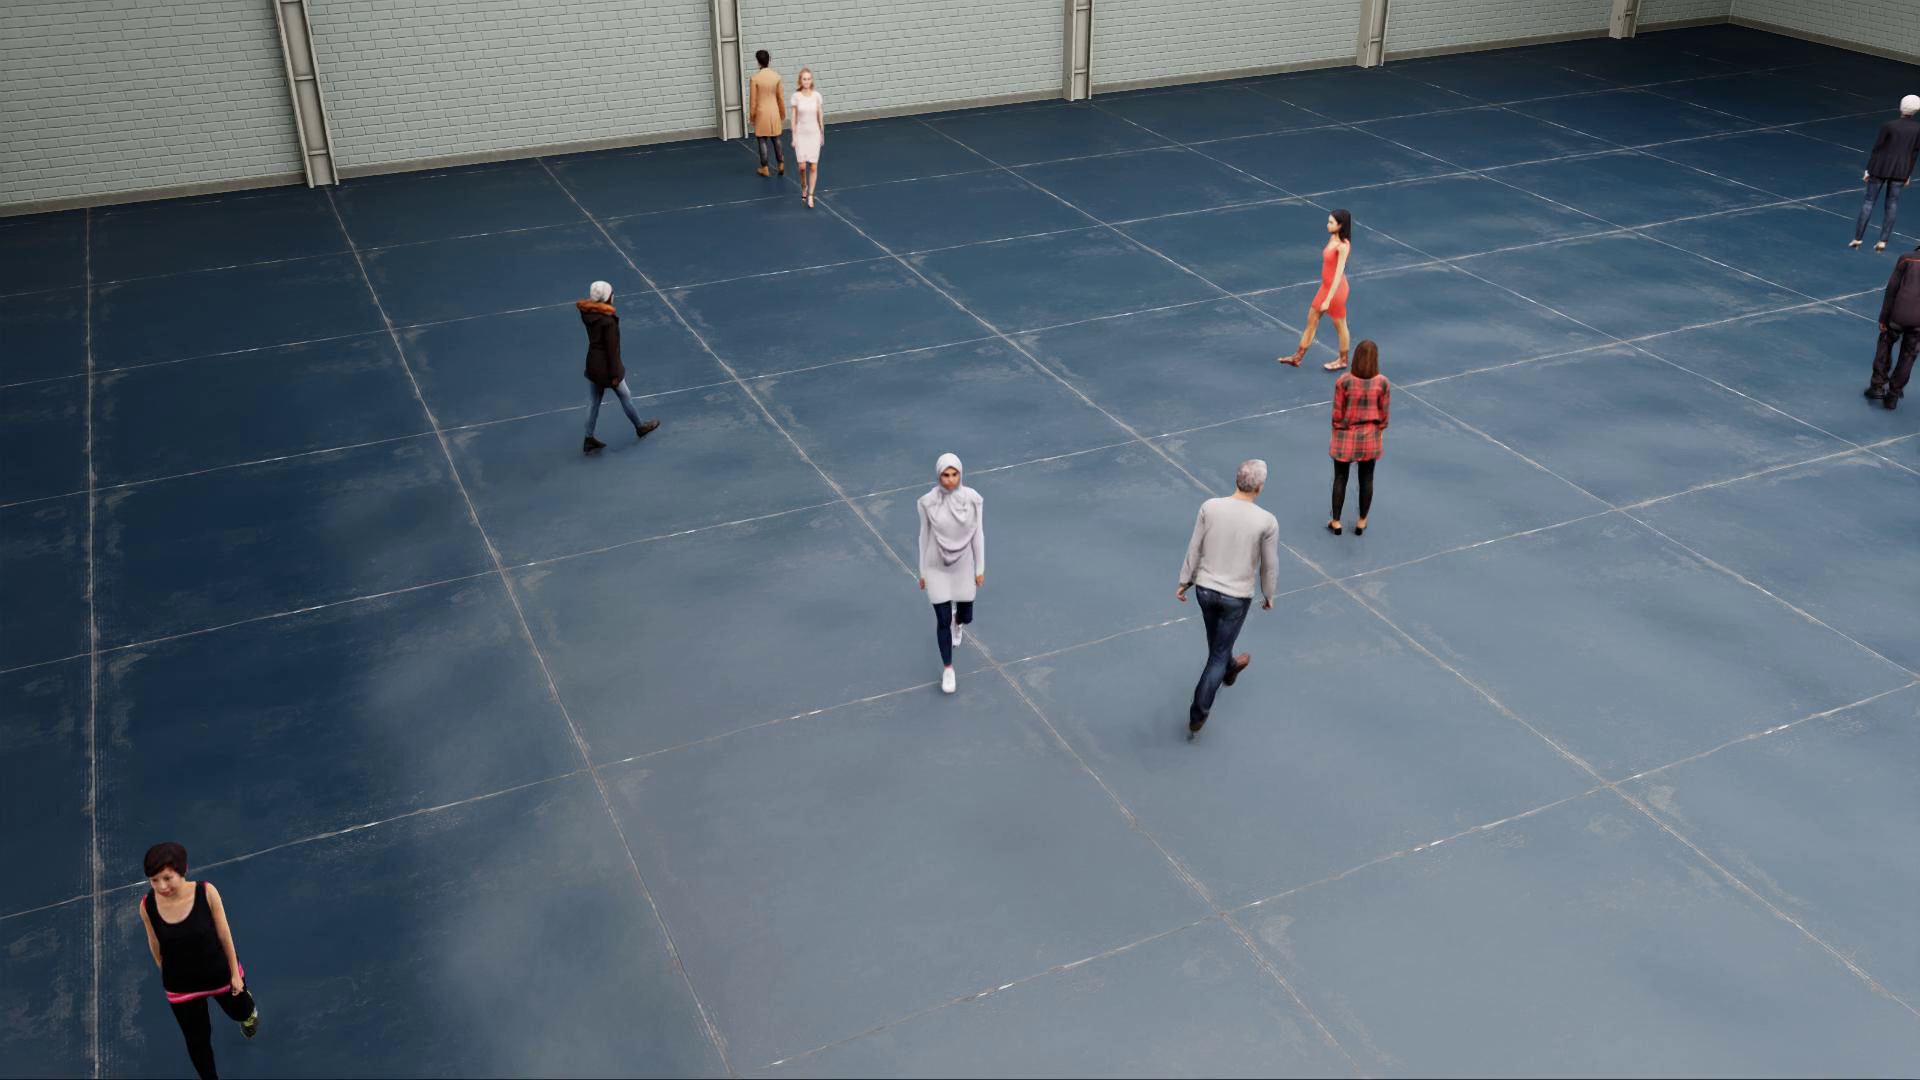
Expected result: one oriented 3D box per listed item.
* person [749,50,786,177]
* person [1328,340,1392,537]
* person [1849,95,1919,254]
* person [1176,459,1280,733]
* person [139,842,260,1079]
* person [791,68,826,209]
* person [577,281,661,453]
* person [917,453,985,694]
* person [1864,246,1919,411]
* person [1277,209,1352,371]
[{"bbox_3d":[-2.687,-5.976,23.270,0.691,1.747,0.728,-13,31,-24],"label":"person"},{"bbox_3d":[3.261,-0.839,13.672,0.660,1.702,0.765,3,28,5],"label":"person"},{"bbox_3d":[10.284,-4.088,18.485,0.815,1.780,0.793,8,29,14],"label":"person"},{"bbox_3d":[1.733,0.420,11.167,1.222,1.835,1.363,13,31,23],"label":"person"},{"bbox_3d":[-3.770,2.112,8.311,0.911,1.533,0.666,-8,29,-15],"label":"person"},{"bbox_3d":[-2.024,-5.313,21.945,0.625,1.823,0.700,-6,29,-12],"label":"person"},{"bbox_3d":[-3.288,-1.547,15.115,0.861,1.596,1.108,24,36,38],"label":"person"},{"bbox_3d":[-0.072,0.176,11.702,0.949,1.762,0.885,-1,28,-2],"label":"person"},{"bbox_3d":[9.126,-2.112,15.945,0.846,1.812,0.892,12,30,22],"label":"person"},{"bbox_3d":[3.853,-2.488,16.782,1.044,1.690,0.768,-6,29,-10],"label":"person"}]
